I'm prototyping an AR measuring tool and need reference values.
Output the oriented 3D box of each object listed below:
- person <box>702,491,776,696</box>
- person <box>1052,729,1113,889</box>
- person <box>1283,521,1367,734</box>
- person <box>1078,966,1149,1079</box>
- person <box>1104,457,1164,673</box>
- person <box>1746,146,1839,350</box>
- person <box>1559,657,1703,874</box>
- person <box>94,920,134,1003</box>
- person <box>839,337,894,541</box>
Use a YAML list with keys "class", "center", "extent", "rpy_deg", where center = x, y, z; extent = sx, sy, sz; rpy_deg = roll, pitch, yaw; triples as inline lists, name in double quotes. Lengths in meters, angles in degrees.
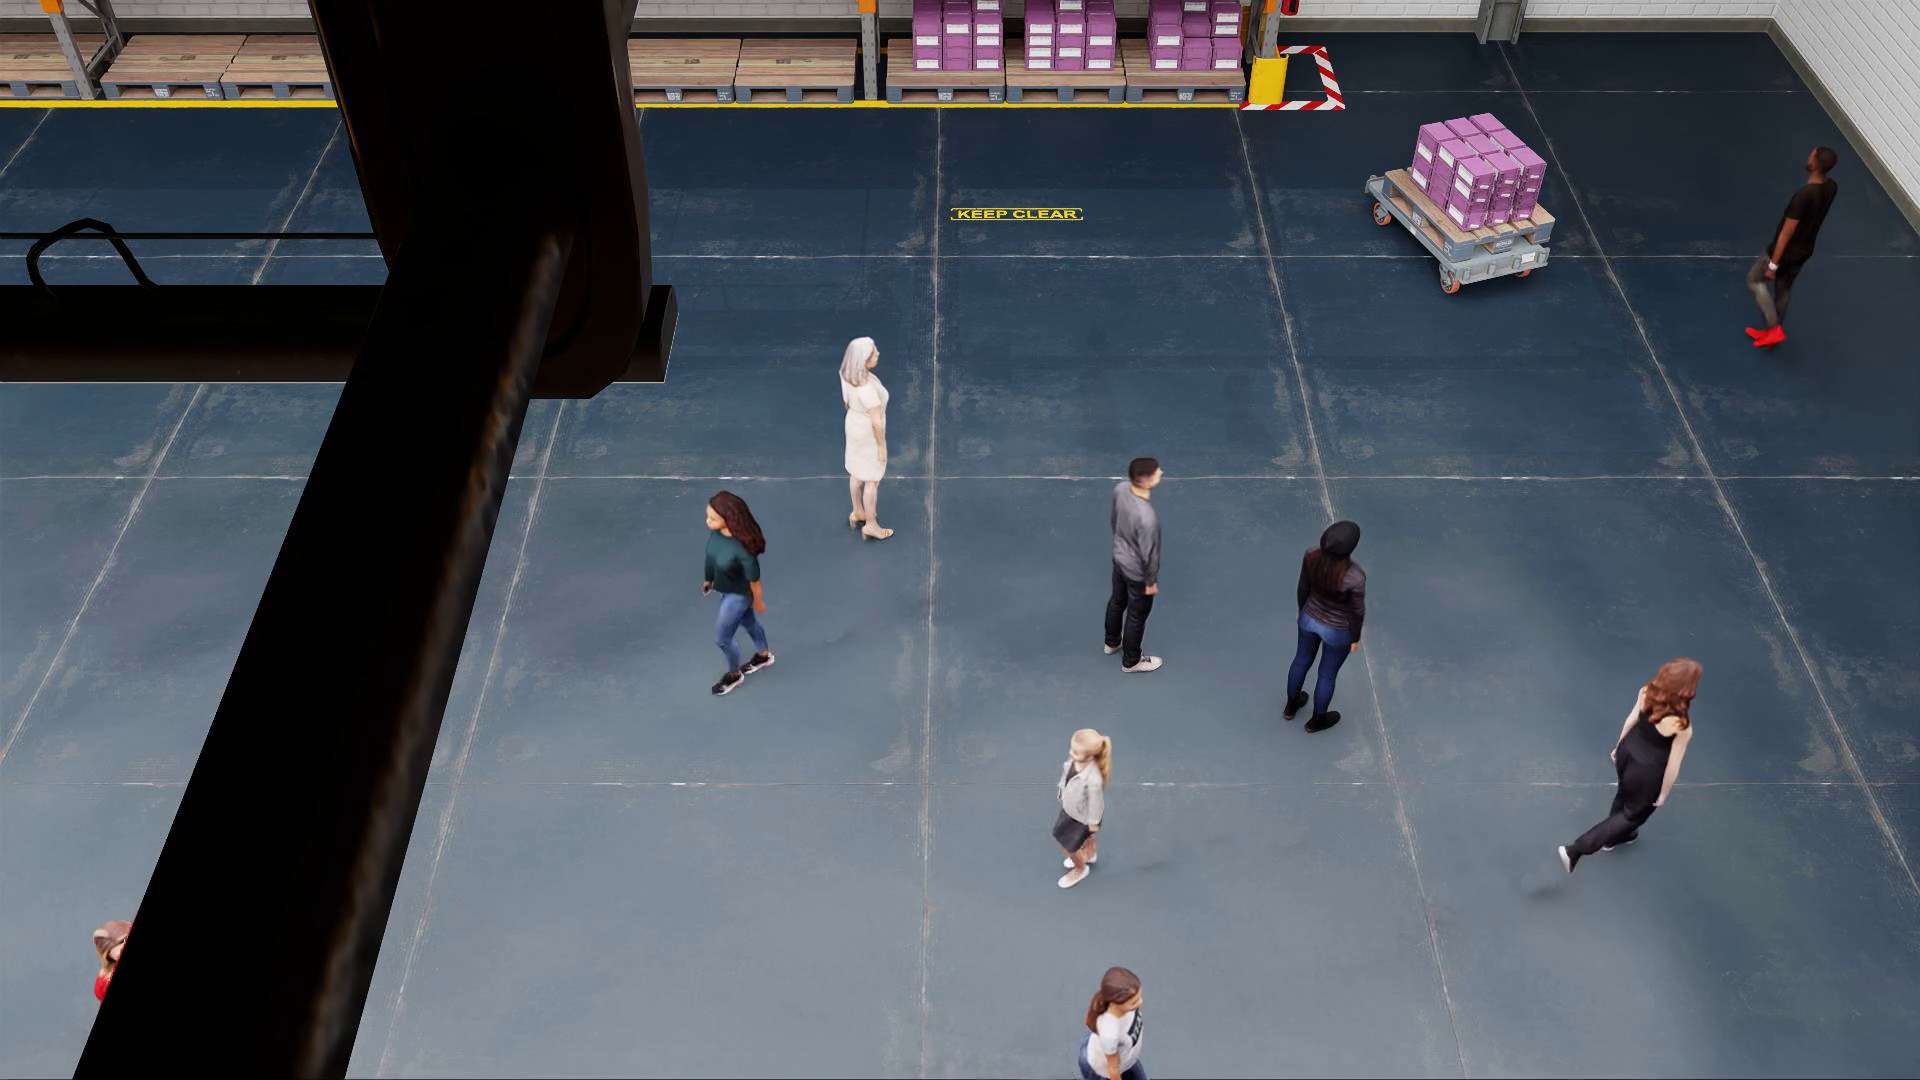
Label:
- class: "person"
  center: [-1.384, 0.284, 10.809]
  extent: [0.857, 1.598, 0.771]
  rpy_deg: [-21, 47, -21]
- class: "person"
  center: [0.773, 1.536, 9.736]
  extent: [0.615, 1.265, 0.555]
  rpy_deg: [-8, 44, -9]
- class: "person"
  center: [2.289, 0.541, 10.432]
  extent: [0.708, 1.746, 0.769]
  rpy_deg: [34, 53, 31]
- class: "person"
  center: [0.692, 2.604, 8.413]
  extent: [0.700, 1.545, 0.640]
  rpy_deg: [16, 46, 16]
- class: "person"
  center: [1.133, 0.155, 10.827]
  extent: [0.691, 1.760, 0.697]
  rpy_deg: [-19, 47, -19]
- class: "person"
  center: [6.732, -2.271, 13.350]
  extent: [0.829, 1.792, 0.907]
  rpy_deg: [-19, 47, -19]
- class: "person"
  center: [3.871, 1.332, 9.613]
  extent: [1.043, 1.732, 0.829]
  rpy_deg: [-18, 46, -18]
- class: "person"
  center: [-4.124, 2.392, 8.556]
  extent: [1.244, 1.653, 0.978]
  rpy_deg: [20, 47, 20]
- class: "person"
  center: [-0.668, -0.713, 11.756]
  extent: [0.711, 1.736, 0.689]
  rpy_deg: [-24, 49, -23]
